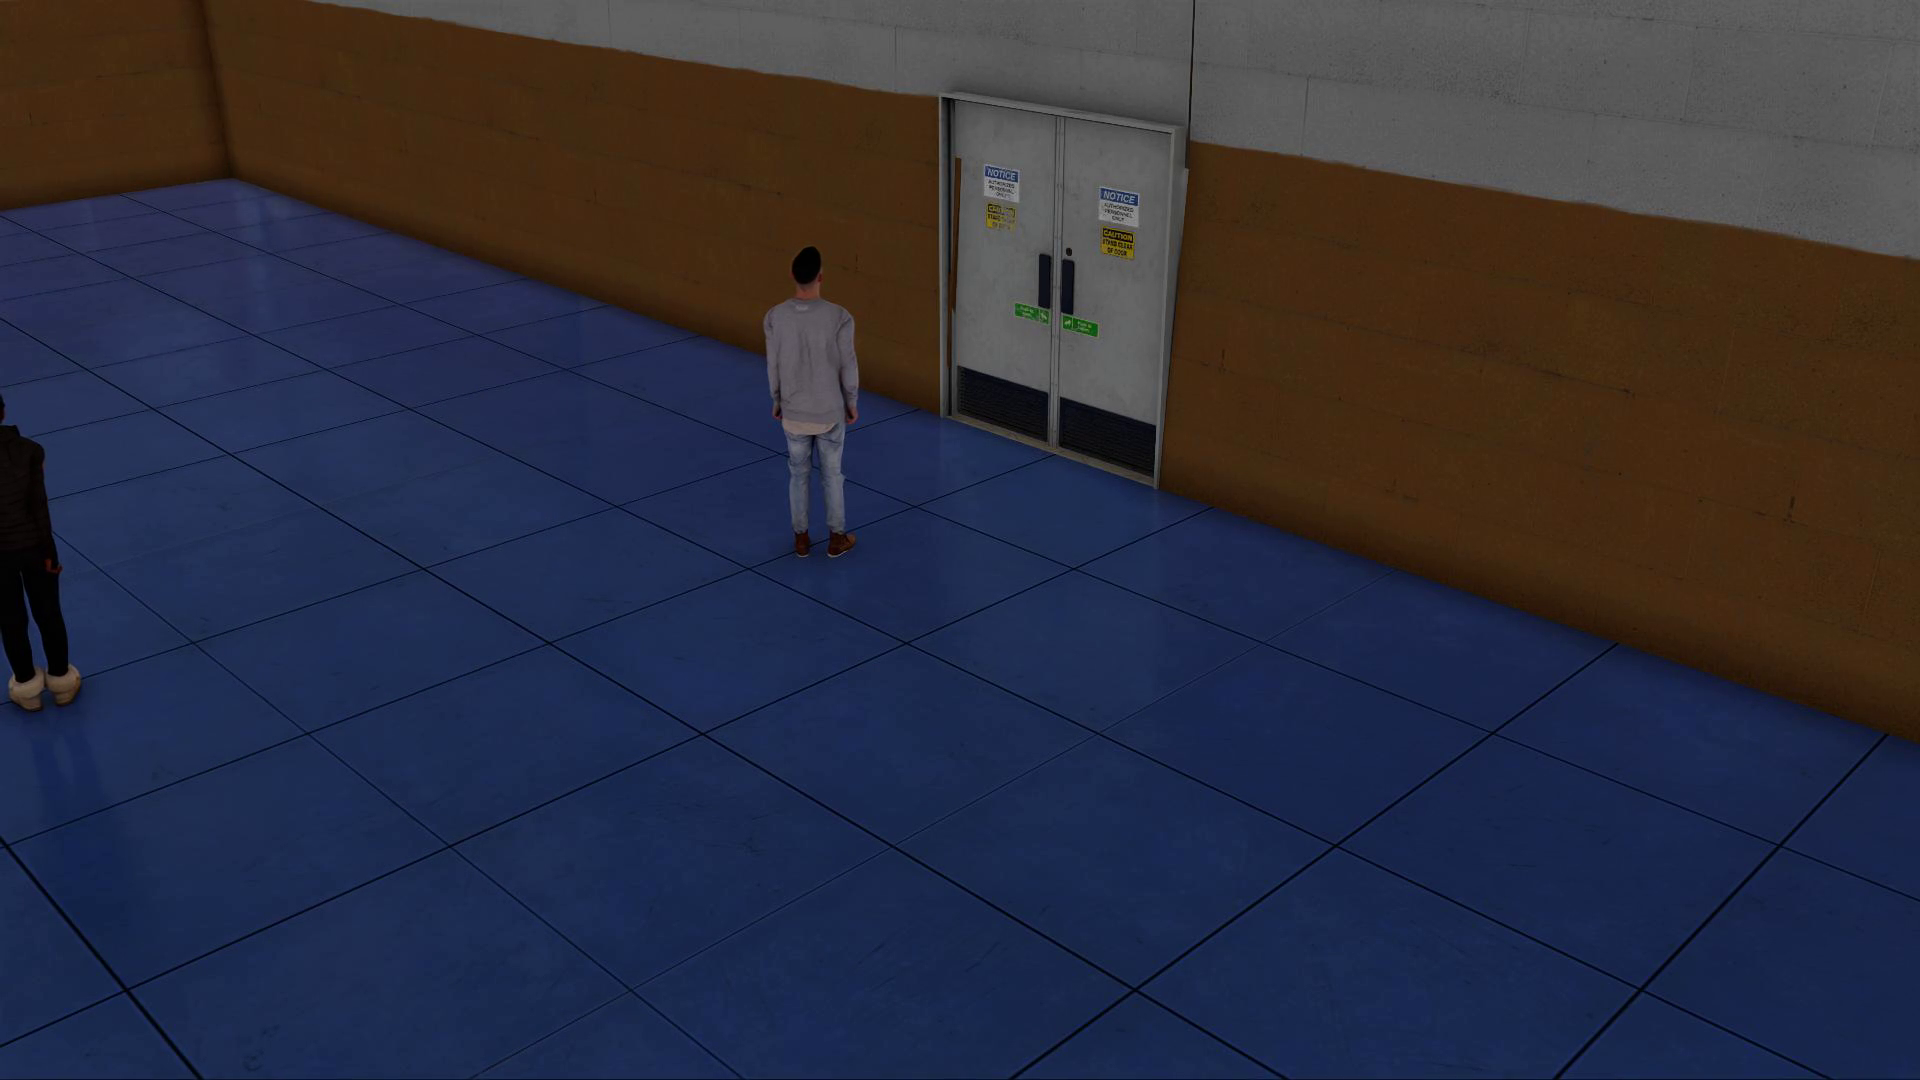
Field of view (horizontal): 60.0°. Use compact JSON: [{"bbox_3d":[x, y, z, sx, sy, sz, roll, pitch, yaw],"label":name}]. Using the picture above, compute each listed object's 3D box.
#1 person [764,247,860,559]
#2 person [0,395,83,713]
[{"bbox_3d":[-0.835,-0.776,9.505,0.764,1.841,0.796,2,24,5],"label":"person"},{"bbox_3d":[-4.436,0.058,7.822,0.674,1.662,0.623,9,25,19],"label":"person"}]
